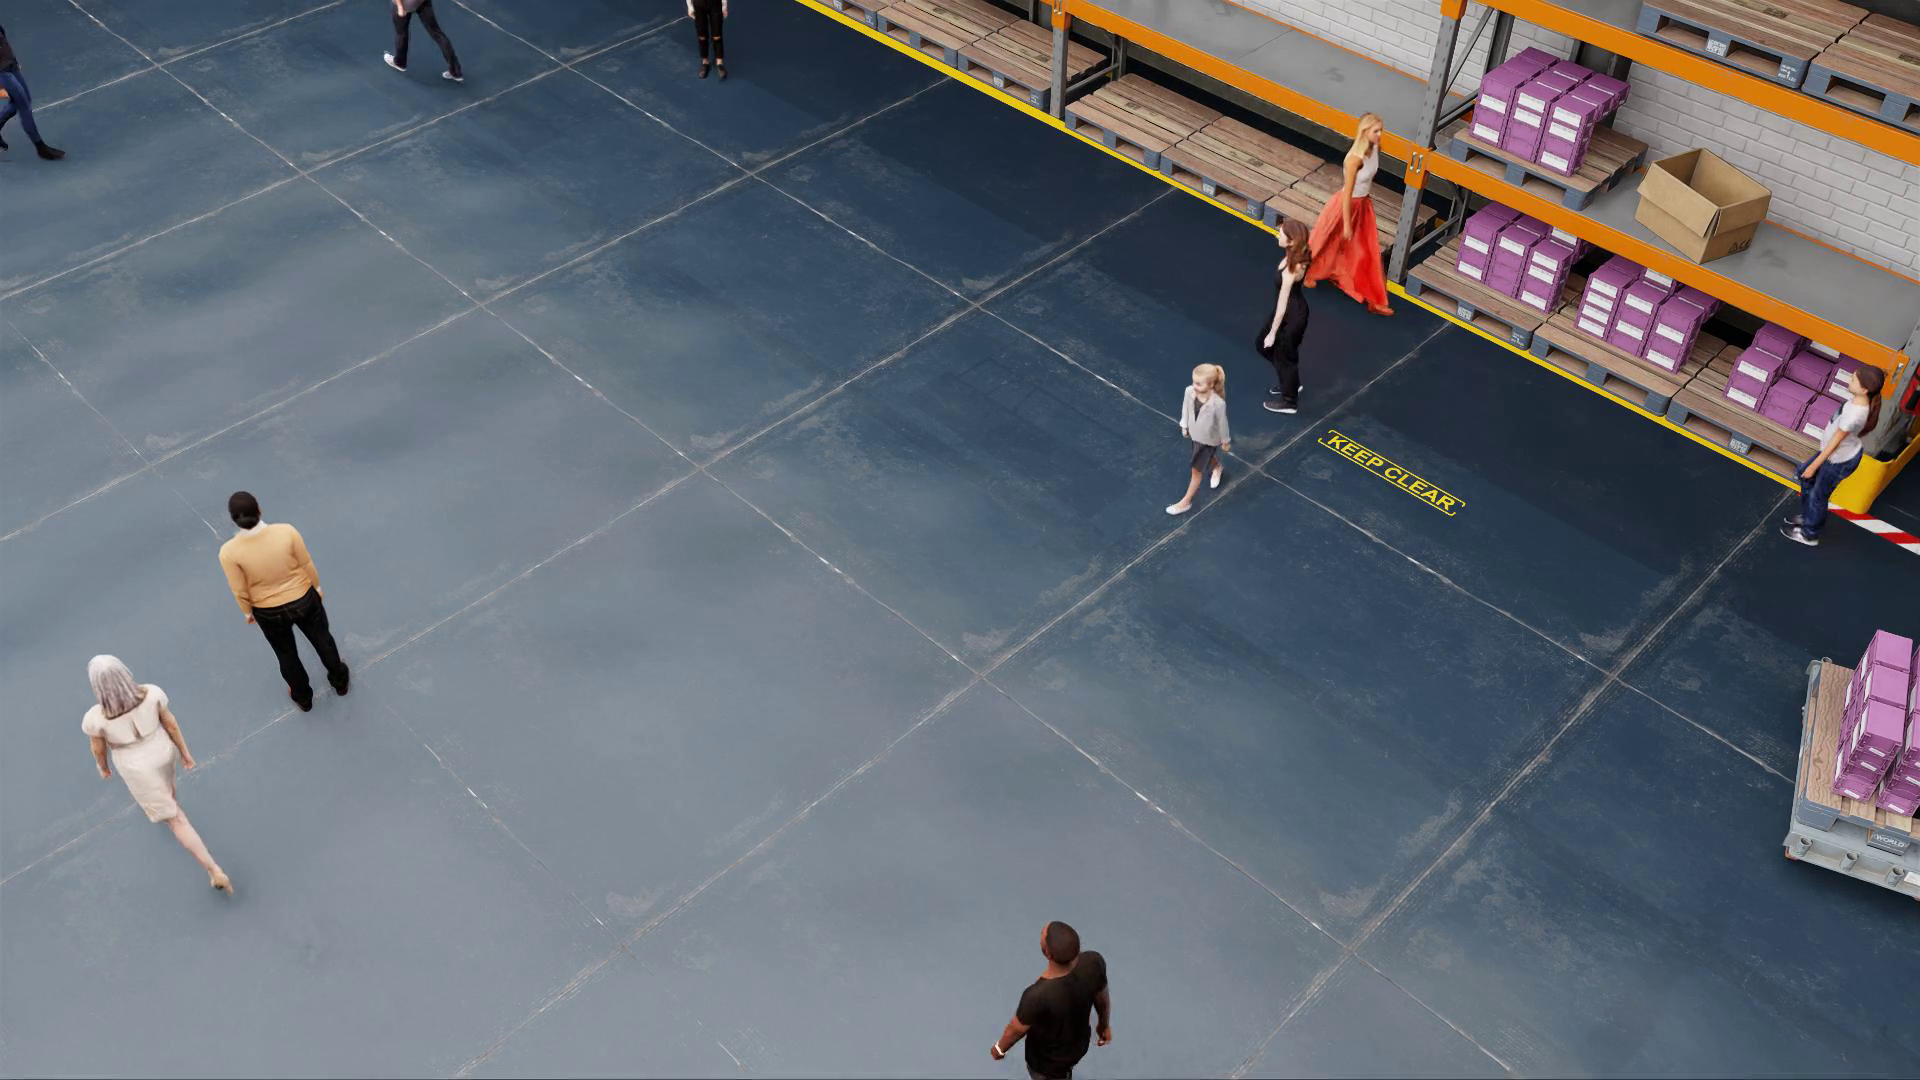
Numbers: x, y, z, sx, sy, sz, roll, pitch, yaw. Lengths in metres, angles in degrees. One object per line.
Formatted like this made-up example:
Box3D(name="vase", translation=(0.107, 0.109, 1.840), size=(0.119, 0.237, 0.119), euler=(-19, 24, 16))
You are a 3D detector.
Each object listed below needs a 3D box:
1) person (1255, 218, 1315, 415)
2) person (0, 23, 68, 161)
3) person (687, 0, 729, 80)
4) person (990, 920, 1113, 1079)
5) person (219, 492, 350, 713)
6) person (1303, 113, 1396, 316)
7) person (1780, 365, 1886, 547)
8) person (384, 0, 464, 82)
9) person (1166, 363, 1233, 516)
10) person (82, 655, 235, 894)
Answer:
Box3D(name="person", translation=(2.588, -1.664, 12.613), size=(0.798, 1.726, 0.737), euler=(6, 44, 6))
Box3D(name="person", translation=(-8.921, -4.287, 15.363), size=(1.002, 1.729, 0.988), euler=(-5, 44, -5))
Box3D(name="person", translation=(-2.533, -5.376, 16.684), size=(0.620, 1.485, 0.667), euler=(-3, 44, -3))
Box3D(name="person", translation=(0.542, 2.540, 8.157), size=(0.713, 1.785, 0.694), euler=(-32, 52, -29))
Box3D(name="person", translation=(-4.245, 0.385, 10.444), size=(0.711, 1.751, 0.667), euler=(-23, 48, -22))
Box3D(name="person", translation=(3.128, -2.717, 13.710), size=(0.654, 1.737, 1.283), euler=(-34, 53, -30))
Box3D(name="person", translation=(6.176, -0.560, 11.579), size=(0.613, 1.554, 0.596), euler=(28, 50, 26))
Box3D(name="person", translation=(-5.352, -5.353, 16.431), size=(1.245, 1.799, 0.890), euler=(24, 49, 23))
Box3D(name="person", translation=(1.820, -0.784, 12.040), size=(0.834, 1.241, 0.641), euler=(34, 53, 30))
Box3D(name="person", translation=(-4.546, 1.364, 9.461), size=(1.178, 1.689, 0.650), euler=(32, 52, 29))
